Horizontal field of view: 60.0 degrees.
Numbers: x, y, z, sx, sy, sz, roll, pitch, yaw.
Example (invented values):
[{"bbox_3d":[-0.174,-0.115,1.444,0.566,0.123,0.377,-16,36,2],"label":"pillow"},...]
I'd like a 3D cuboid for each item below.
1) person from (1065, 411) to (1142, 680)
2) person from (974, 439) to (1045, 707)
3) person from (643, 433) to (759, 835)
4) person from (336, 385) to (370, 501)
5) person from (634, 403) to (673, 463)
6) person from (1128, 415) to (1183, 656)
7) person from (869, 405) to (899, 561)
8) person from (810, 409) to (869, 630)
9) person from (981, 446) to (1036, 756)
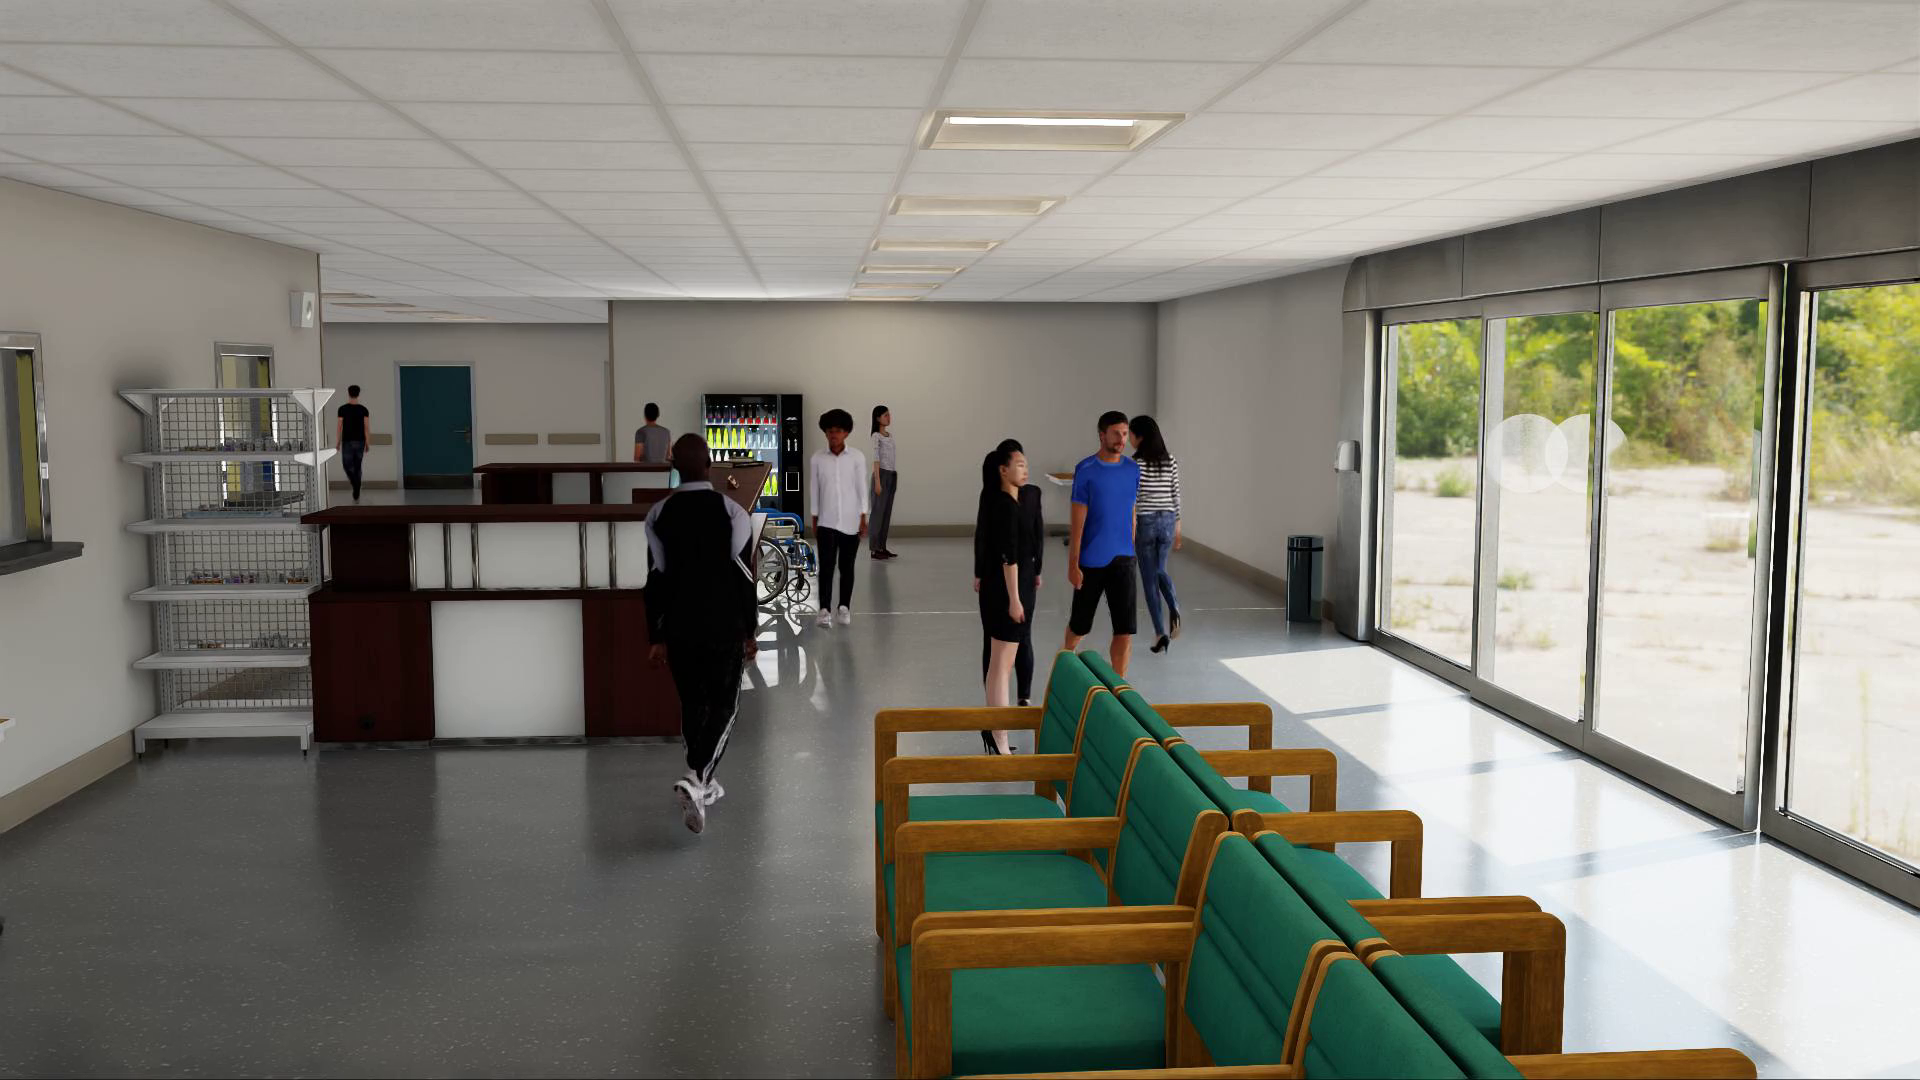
[{"bbox_3d":[0.855,0.145,10.316,1.224,1.829,0.885,-2,6,-16],"label":"person"},{"bbox_3d":[0.292,0.251,9.847,0.493,1.712,0.674,-2,6,-17],"label":"person"},{"bbox_3d":[-1.203,0.424,7.669,1.115,1.803,0.903,1,6,8],"label":"person"},{"bbox_3d":[-9.864,-1.563,27.048,1.144,1.878,1.065,-4,7,-32],"label":"person"},{"bbox_3d":[-3.490,-0.700,19.134,0.728,1.745,0.798,-6,8,-44],"label":"person"},{"bbox_3d":[1.453,-0.012,12.174,0.754,1.770,0.795,-2,6,-20],"label":"person"},{"bbox_3d":[-0.877,-0.645,18.644,0.674,1.734,0.684,2,6,21],"label":"person"},{"bbox_3d":[-0.978,-0.166,13.647,0.904,1.780,0.721,0,6,-3],"label":"person"},{"bbox_3d":[0.240,0.337,9.068,0.540,1.697,0.607,0,6,1],"label":"person"}]
